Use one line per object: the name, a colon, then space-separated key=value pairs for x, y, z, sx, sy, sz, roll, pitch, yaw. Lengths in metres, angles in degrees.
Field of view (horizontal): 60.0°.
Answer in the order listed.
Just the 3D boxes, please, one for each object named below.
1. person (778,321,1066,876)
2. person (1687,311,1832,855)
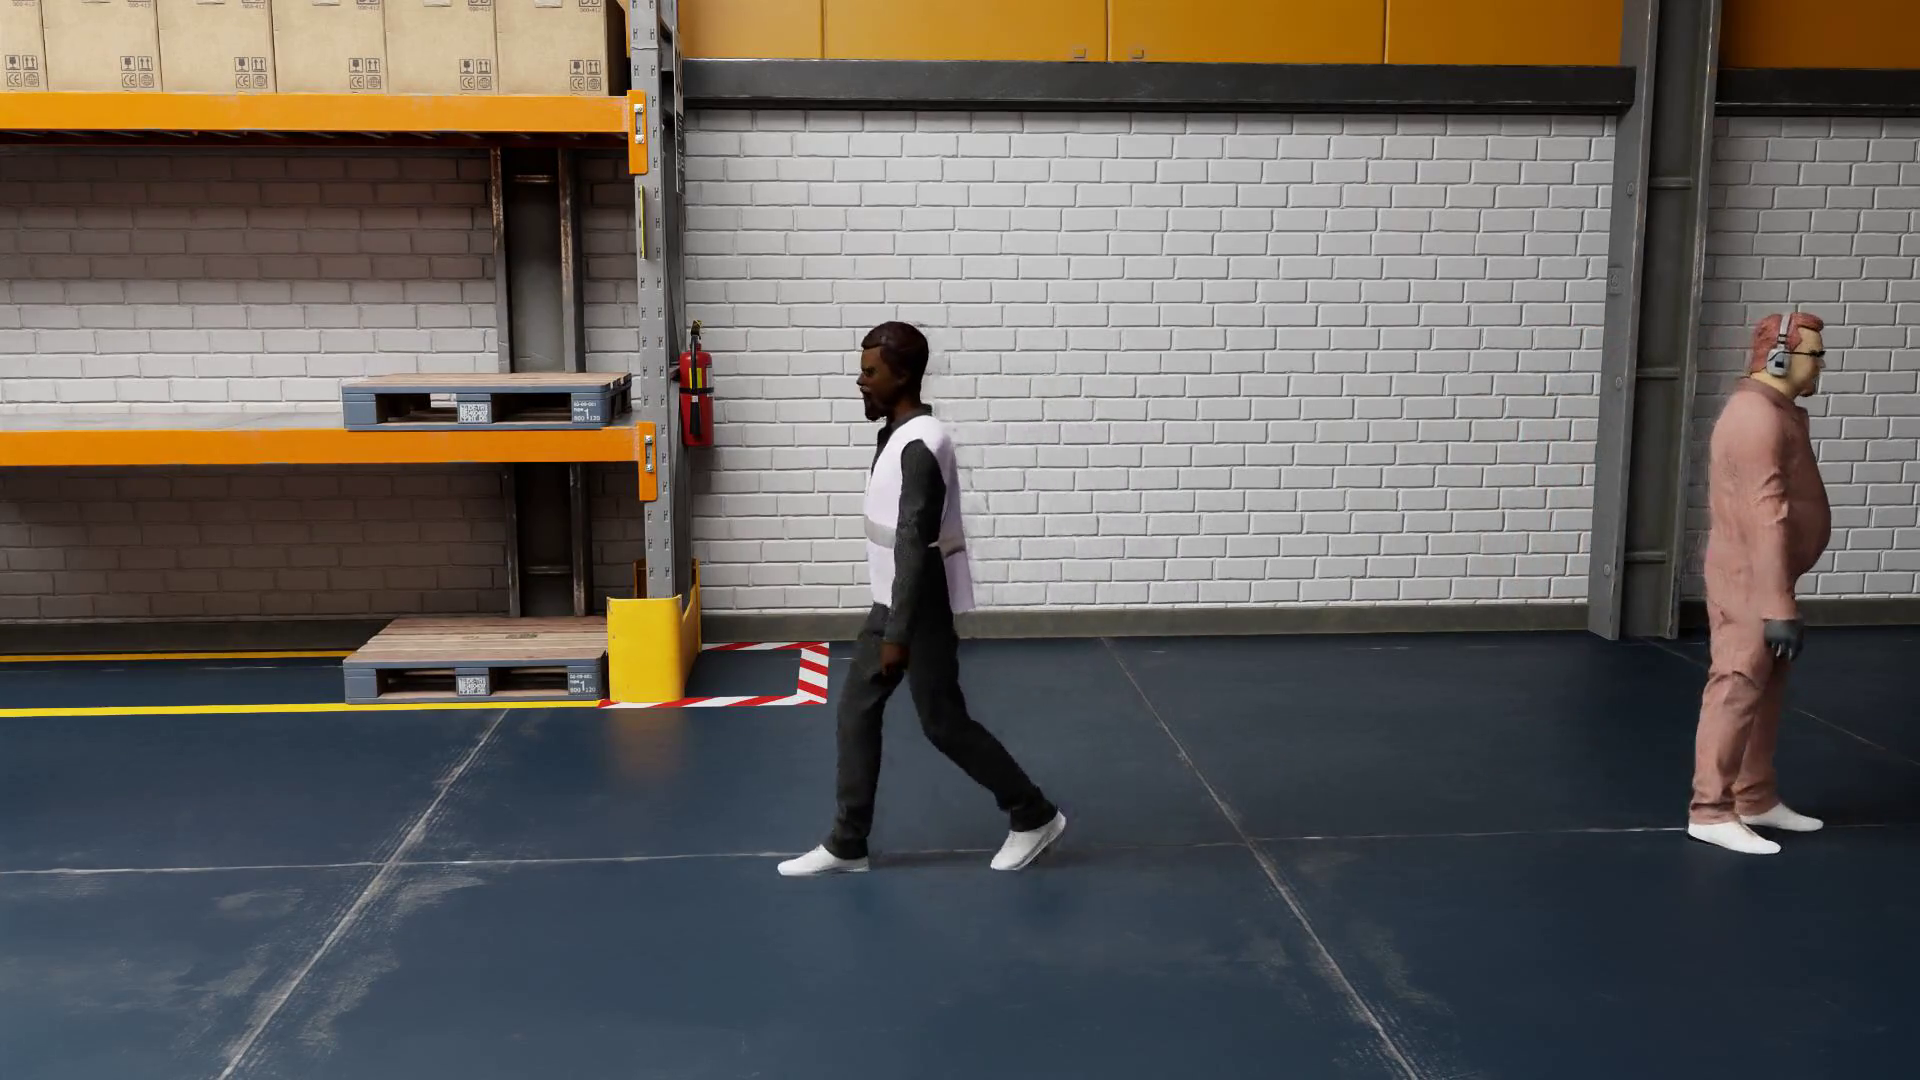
person: x=-0.100 y=0.215 z=5.522 sx=0.937 sy=1.885 sz=0.600 roll=-2 pitch=9 yaw=-11
person: x=2.841 y=0.150 z=5.868 sx=0.423 sy=1.905 sz=0.659 roll=4 pitch=10 yaw=26
